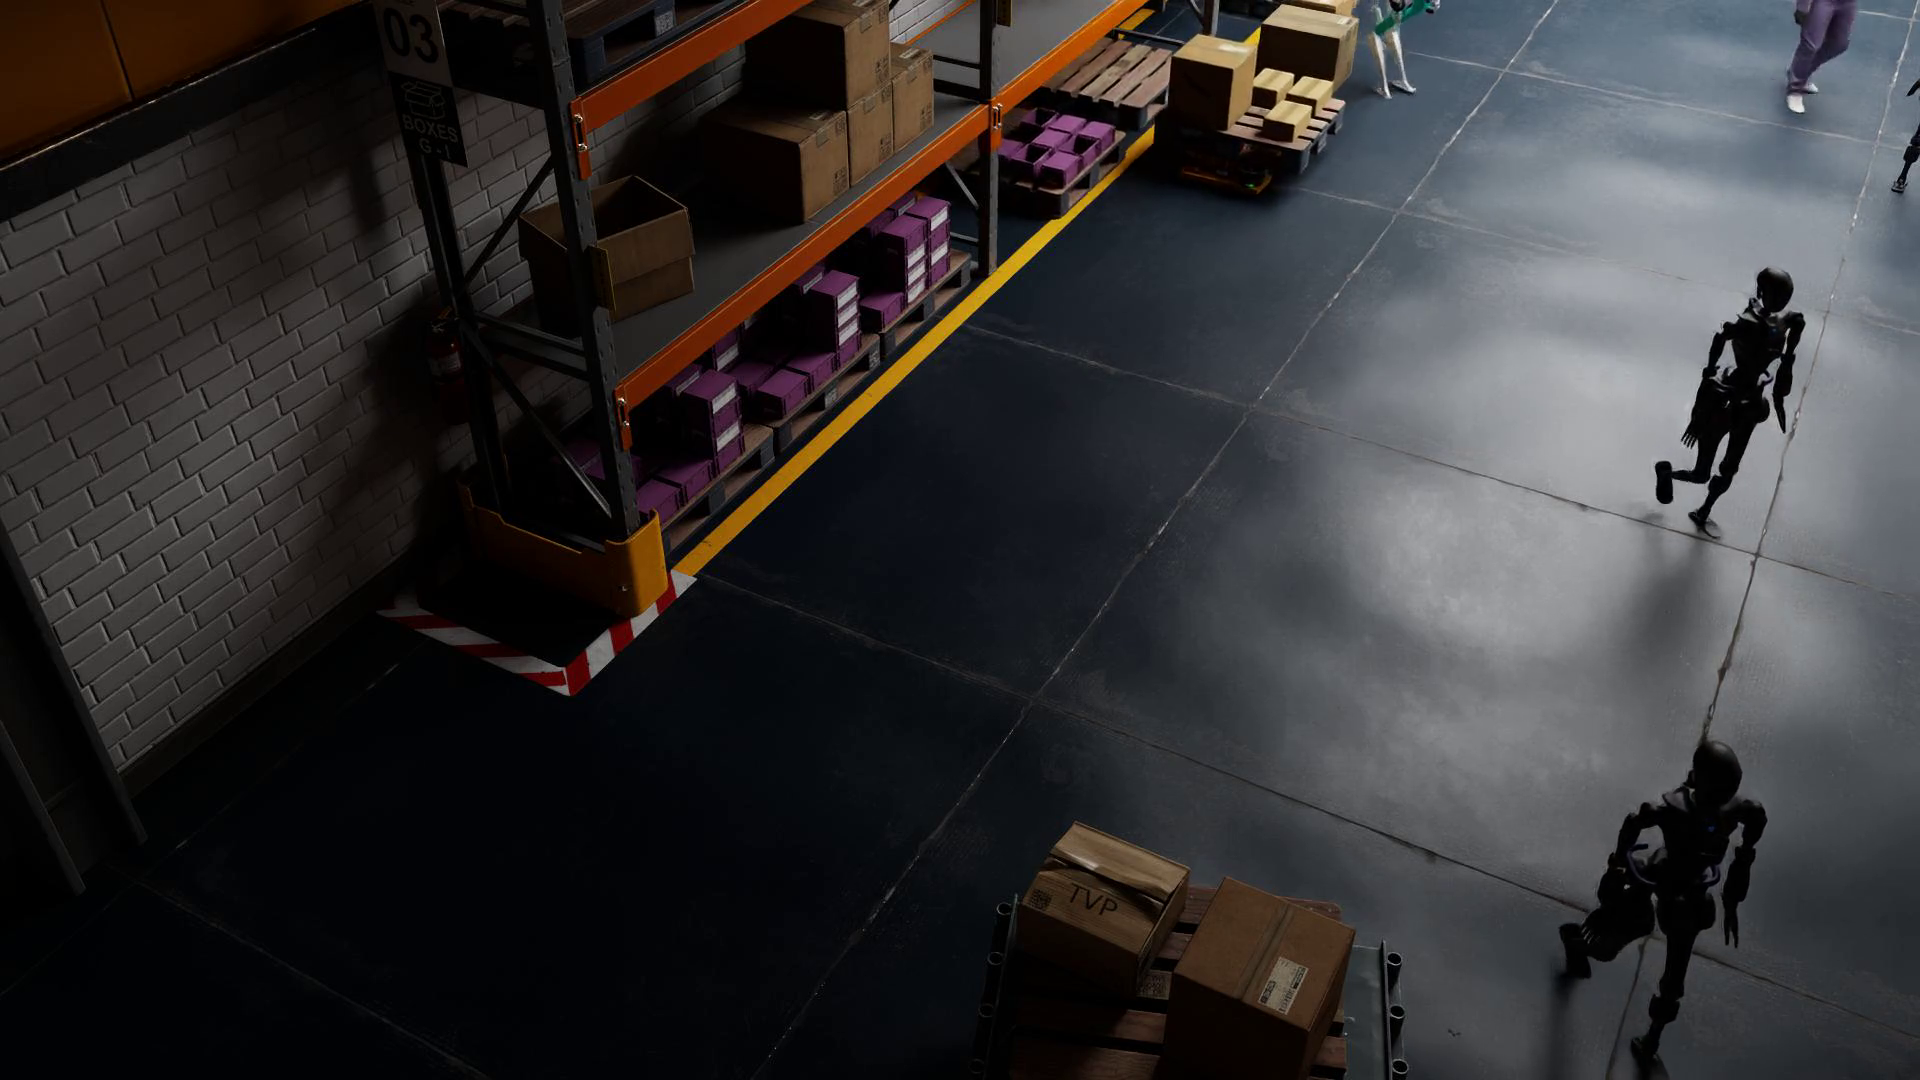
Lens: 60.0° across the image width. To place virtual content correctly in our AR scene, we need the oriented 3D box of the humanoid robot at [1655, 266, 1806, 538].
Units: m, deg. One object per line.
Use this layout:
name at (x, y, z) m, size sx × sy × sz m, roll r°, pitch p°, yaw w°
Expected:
humanoid robot at (4.209, -0.785, 9.082) m, size 0.586 × 1.644 × 0.478 m, roll -10°, pitch 40°, yaw -12°

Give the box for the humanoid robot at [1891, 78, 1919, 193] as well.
humanoid robot at (7.327, -3.338, 12.254) m, size 0.315 × 1.657 × 0.599 m, roll -31°, pitch 48°, yaw -33°

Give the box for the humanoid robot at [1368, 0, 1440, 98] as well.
humanoid robot at (3.640, -4.519, 13.671) m, size 0.542 × 1.764 × 0.733 m, roll -19°, pitch 43°, yaw -22°

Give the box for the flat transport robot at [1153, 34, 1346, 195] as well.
flat transport robot at (2.305, -3.146, 13.152) m, size 0.659 × 0.231 × 1.431 m, roll 19°, pitch 42°, yaw 22°

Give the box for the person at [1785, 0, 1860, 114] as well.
person at (7.015, -4.400, 13.441) m, size 0.682 × 1.875 × 0.527 m, roll -12°, pitch 40°, yaw -15°

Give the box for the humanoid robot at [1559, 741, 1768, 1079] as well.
humanoid robot at (2.721, 1.352, 6.441) m, size 0.605 × 1.642 × 0.746 m, roll -2°, pitch 39°, yaw -2°
